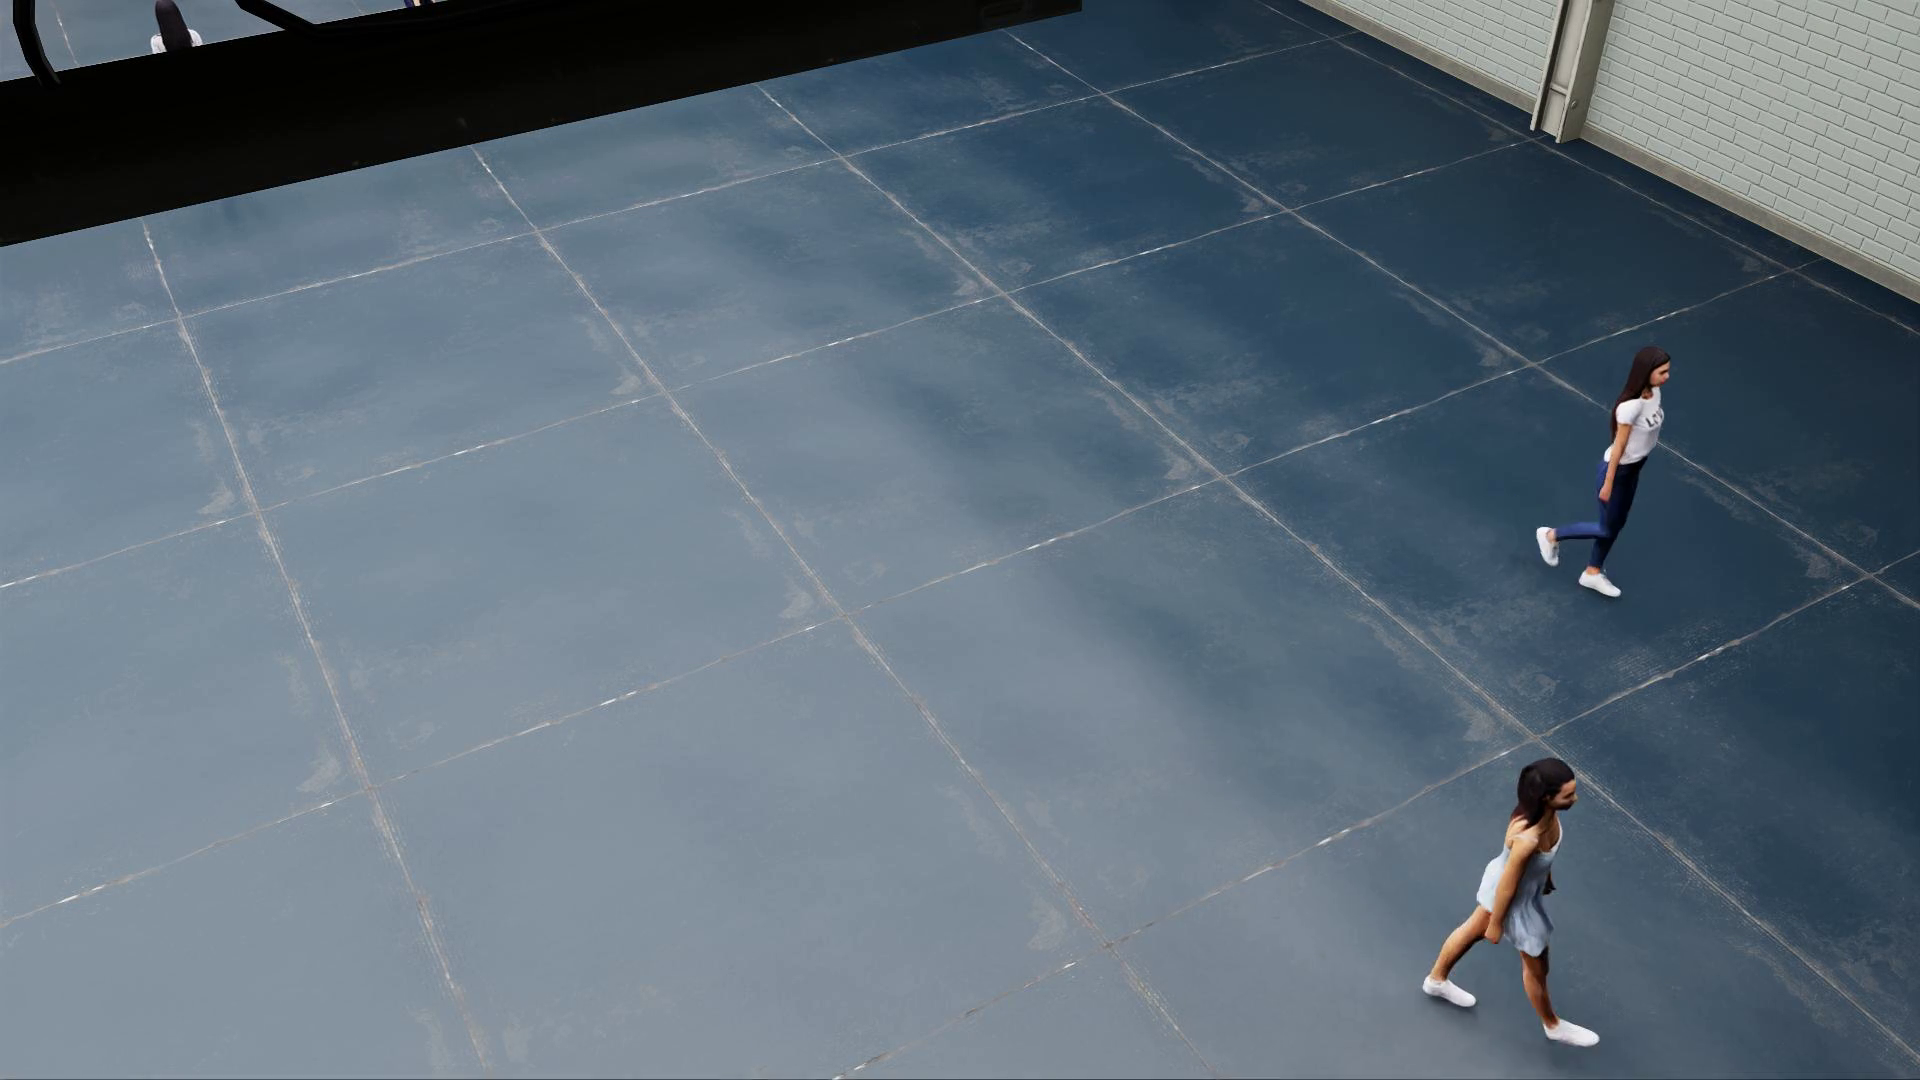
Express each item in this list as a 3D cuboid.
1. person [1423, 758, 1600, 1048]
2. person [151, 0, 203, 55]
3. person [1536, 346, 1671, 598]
[{"bbox_3d":[2.477,1.623,7.731,1.131,1.698,0.979,16,41,19],"label":"person"},{"bbox_3d":[-6.880,-3.995,14.883,0.604,1.733,0.519,-19,42,-22],"label":"person"},{"bbox_3d":[3.995,-0.436,10.312,0.918,1.760,0.759,28,46,31],"label":"person"}]
